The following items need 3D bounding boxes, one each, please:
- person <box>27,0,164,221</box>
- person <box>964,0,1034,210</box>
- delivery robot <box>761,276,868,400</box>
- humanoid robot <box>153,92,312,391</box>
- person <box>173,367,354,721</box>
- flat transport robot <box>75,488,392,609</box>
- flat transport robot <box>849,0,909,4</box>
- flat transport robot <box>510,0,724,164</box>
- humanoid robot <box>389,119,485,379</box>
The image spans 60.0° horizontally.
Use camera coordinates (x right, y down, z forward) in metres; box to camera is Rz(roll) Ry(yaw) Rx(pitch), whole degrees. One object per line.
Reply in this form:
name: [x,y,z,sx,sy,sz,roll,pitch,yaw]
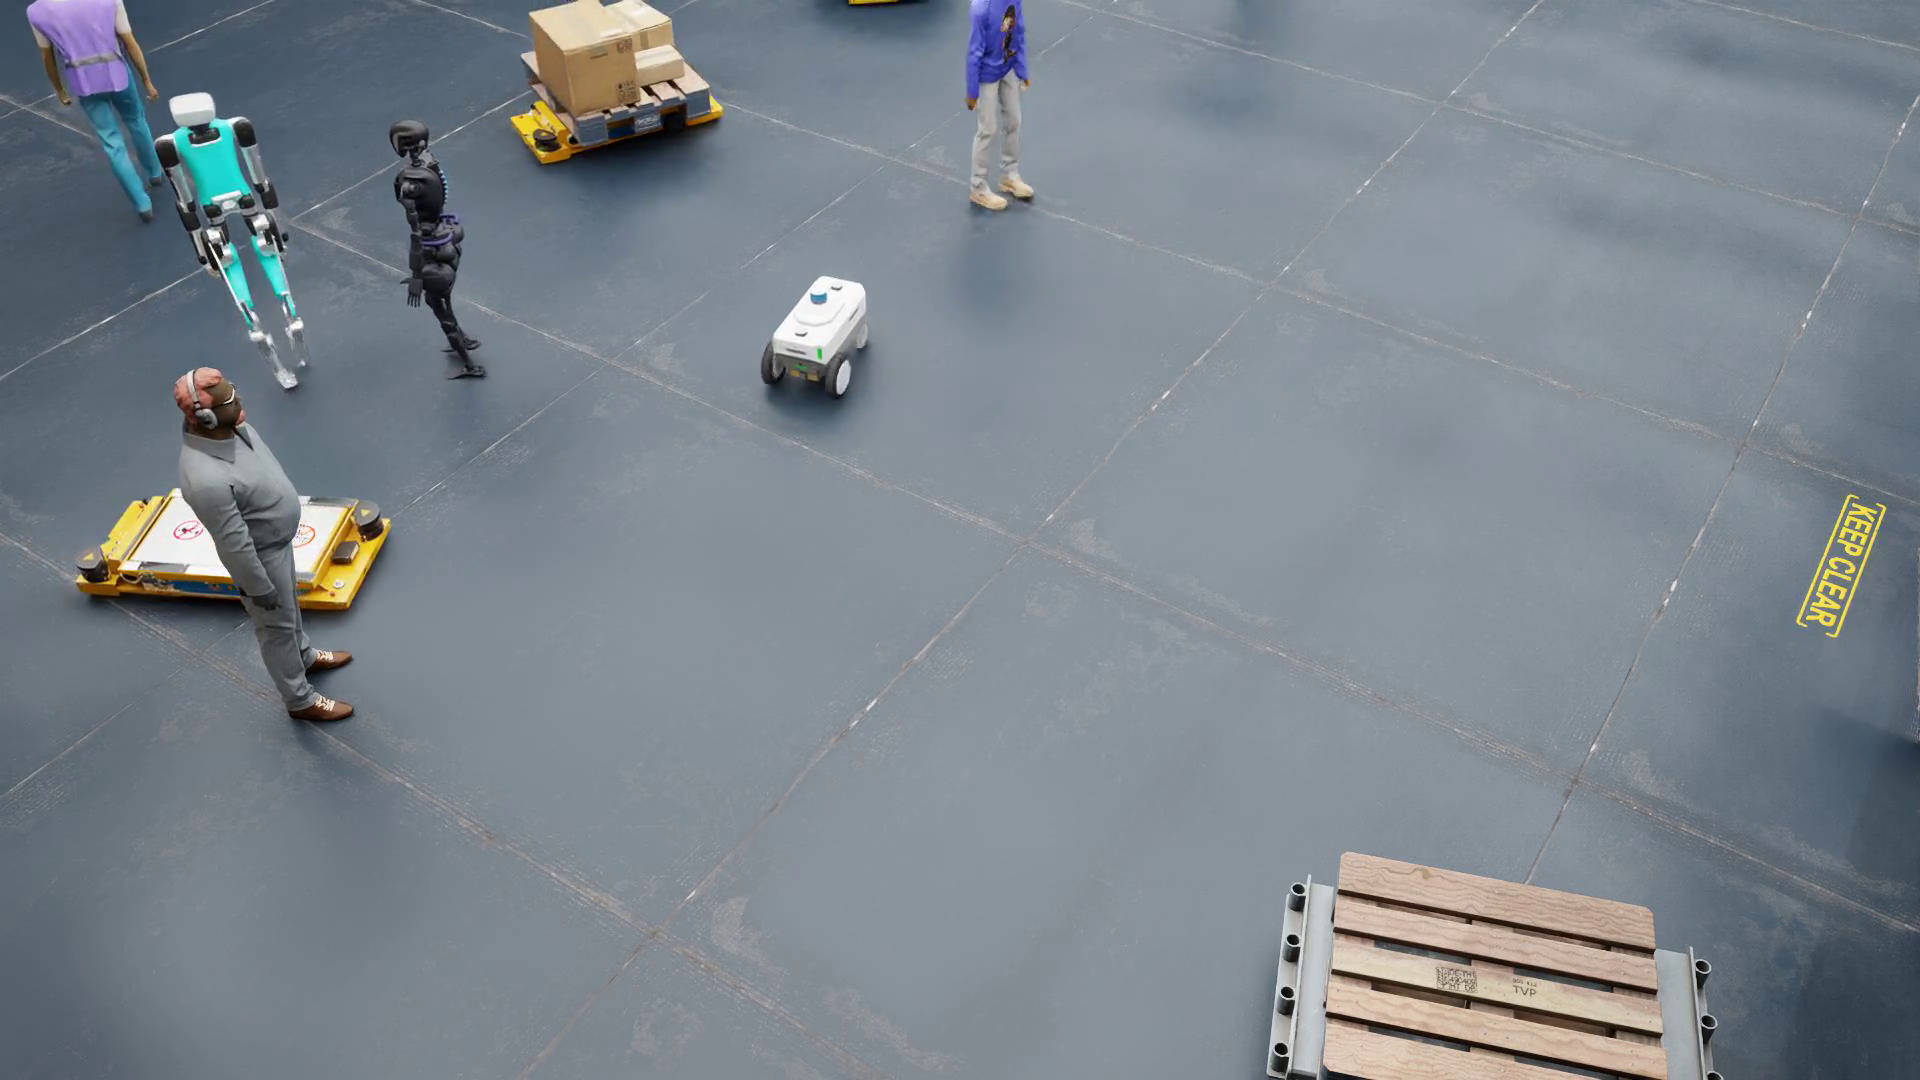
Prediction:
person: [-5.712,-3.082,11.063,0.600,1.812,0.841,-19,45,-20]
person: [0.248,-3.070,11.023,0.414,1.864,0.493,24,47,24]
delivery robot: [-0.842,-1.226,9.950,0.499,0.613,0.807,14,44,15]
humanoid robot: [-4.045,-1.585,9.479,0.537,1.808,0.799,-22,46,-23]
person: [-3.146,0.025,7.520,0.414,1.913,0.640,-10,43,-11]
flat transport robot: [-3.804,0.044,8.730,1.431,0.231,0.659,4,42,4]
flat transport robot: [-0.702,-5.026,14.403,0.659,0.231,1.431,-6,42,-6]
flat transport robot: [-2.543,-3.176,12.333,1.431,0.231,0.659,-22,46,-22]
humanoid robot: [-3.026,-1.637,9.552,0.335,1.656,0.591,-1,42,-1]
